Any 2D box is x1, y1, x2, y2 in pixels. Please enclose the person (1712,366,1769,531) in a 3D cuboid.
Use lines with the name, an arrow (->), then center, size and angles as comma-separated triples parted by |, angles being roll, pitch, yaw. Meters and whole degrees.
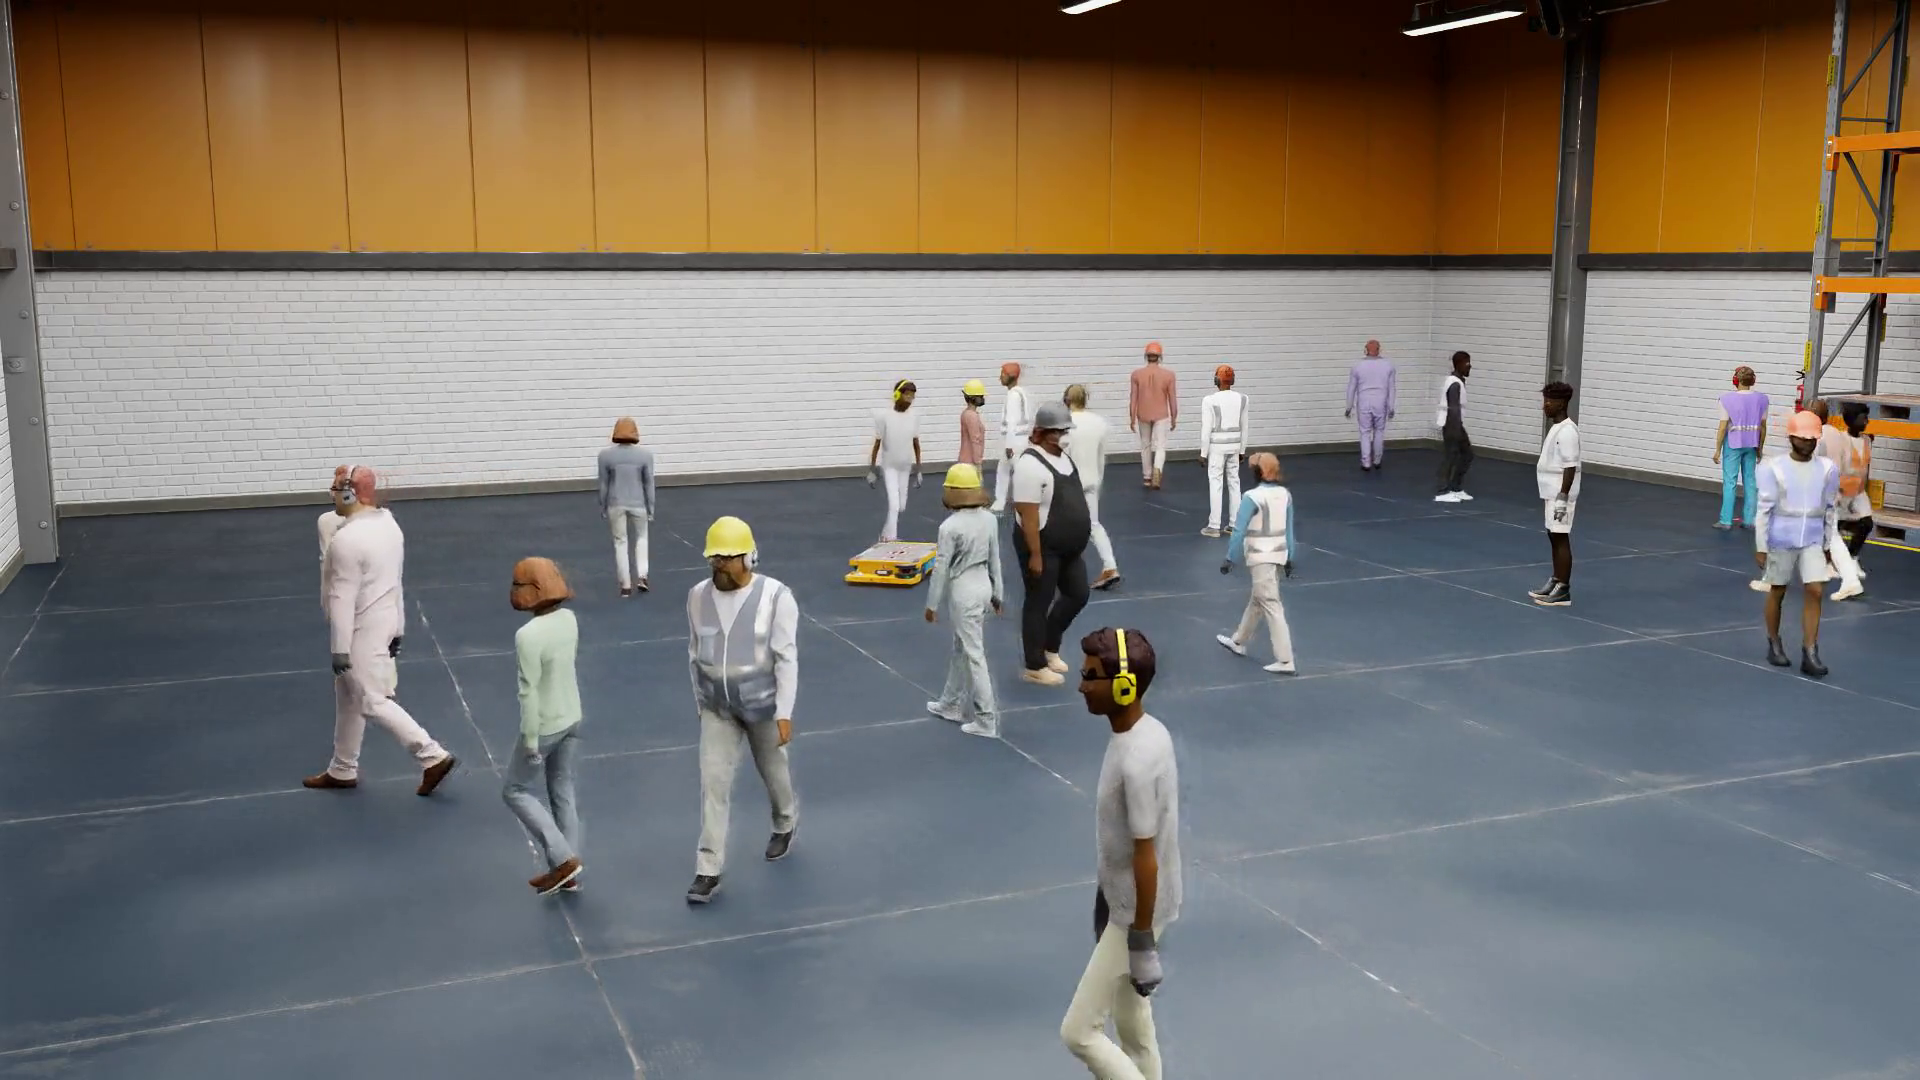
person -> 8.718, -1.016, 18.583 | 0.566, 1.847, 0.389 | -1, 9, -4

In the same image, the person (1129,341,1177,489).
person -> 2.567, -1.663, 22.140 | 0.640, 1.970, 0.863 | 2, 10, 12

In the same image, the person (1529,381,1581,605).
person -> 5.223, -0.409, 14.550 | 0.365, 1.961, 0.613 | 2, 10, 11

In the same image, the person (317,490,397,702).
person -> -4.004, 0.328, 11.086 | 0.502, 1.632, 0.277 | -7, 11, -35

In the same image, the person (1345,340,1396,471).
person -> 5.950, -1.954, 24.160 | 0.682, 1.901, 0.569 | 1, 9, 5

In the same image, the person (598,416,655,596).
person -> -2.997, -0.303, 14.966 | 0.501, 1.619, 0.425 | -2, 10, -10

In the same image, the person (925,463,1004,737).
person -> -0.040, 0.366, 10.578 | 0.784, 1.709, 0.512 | 8, 12, 40

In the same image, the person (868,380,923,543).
person -> -0.676, -0.717, 16.842 | 0.546, 1.835, 0.776 | -6, 11, -33

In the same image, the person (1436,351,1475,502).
person -> 6.271, -1.411, 20.824 | 0.601, 1.896, 0.618 | 3, 10, 20

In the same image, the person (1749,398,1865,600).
person -> 7.629, -0.364, 14.804 | 0.621, 1.803, 0.957 | -6, 11, -33

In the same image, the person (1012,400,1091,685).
person -> 0.651, 0.016, 11.742 | 0.540, 2.000, 0.706 | 5, 11, 29

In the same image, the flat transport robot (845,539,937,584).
flat transport robot -> -0.586, 0.201, 15.976 | 0.652, 0.197, 1.431 | 2, 10, 13

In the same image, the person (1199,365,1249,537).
person -> 2.881, -0.971, 18.207 | 0.576, 1.882, 0.355 | -4, 10, -22

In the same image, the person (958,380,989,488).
person -> 0.144, -0.808, 17.571 | 0.314, 1.768, 0.527 | -2, 10, -11

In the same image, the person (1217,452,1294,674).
person -> 2.183, 0.156, 12.248 | 0.532, 1.594, 0.861 | -9, 13, -43

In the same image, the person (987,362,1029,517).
person -> 0.719, -1.157, 19.453 | 0.922, 1.854, 0.588 | 1, 9, 6

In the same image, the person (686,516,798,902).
person -> -1.034, 0.759, 8.012 | 0.591, 1.791, 0.923 | 2, 10, 14

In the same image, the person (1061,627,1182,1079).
person -> 0.511, 1.179, 5.264 | 0.383, 1.856, 0.527 | 2, 10, 10

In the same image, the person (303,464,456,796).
person -> -3.270, 0.509, 9.266 | 0.881, 1.875, 0.651 | 0, 9, 2

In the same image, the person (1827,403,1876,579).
person -> 8.364, -0.446, 15.646 | 0.540, 1.683, 0.484 | -3, 10, -19

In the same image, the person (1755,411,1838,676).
person -> 6.086, 0.030, 12.041 | 0.580, 1.908, 0.831 | 1, 9, 7

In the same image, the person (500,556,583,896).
person -> -1.955, 0.876, 7.799 | 0.338, 1.622, 0.508 | 3, 10, 18

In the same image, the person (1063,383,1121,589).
person -> 1.135, -0.492, 15.302 | 0.647, 1.897, 0.975 | -7, 11, -35
